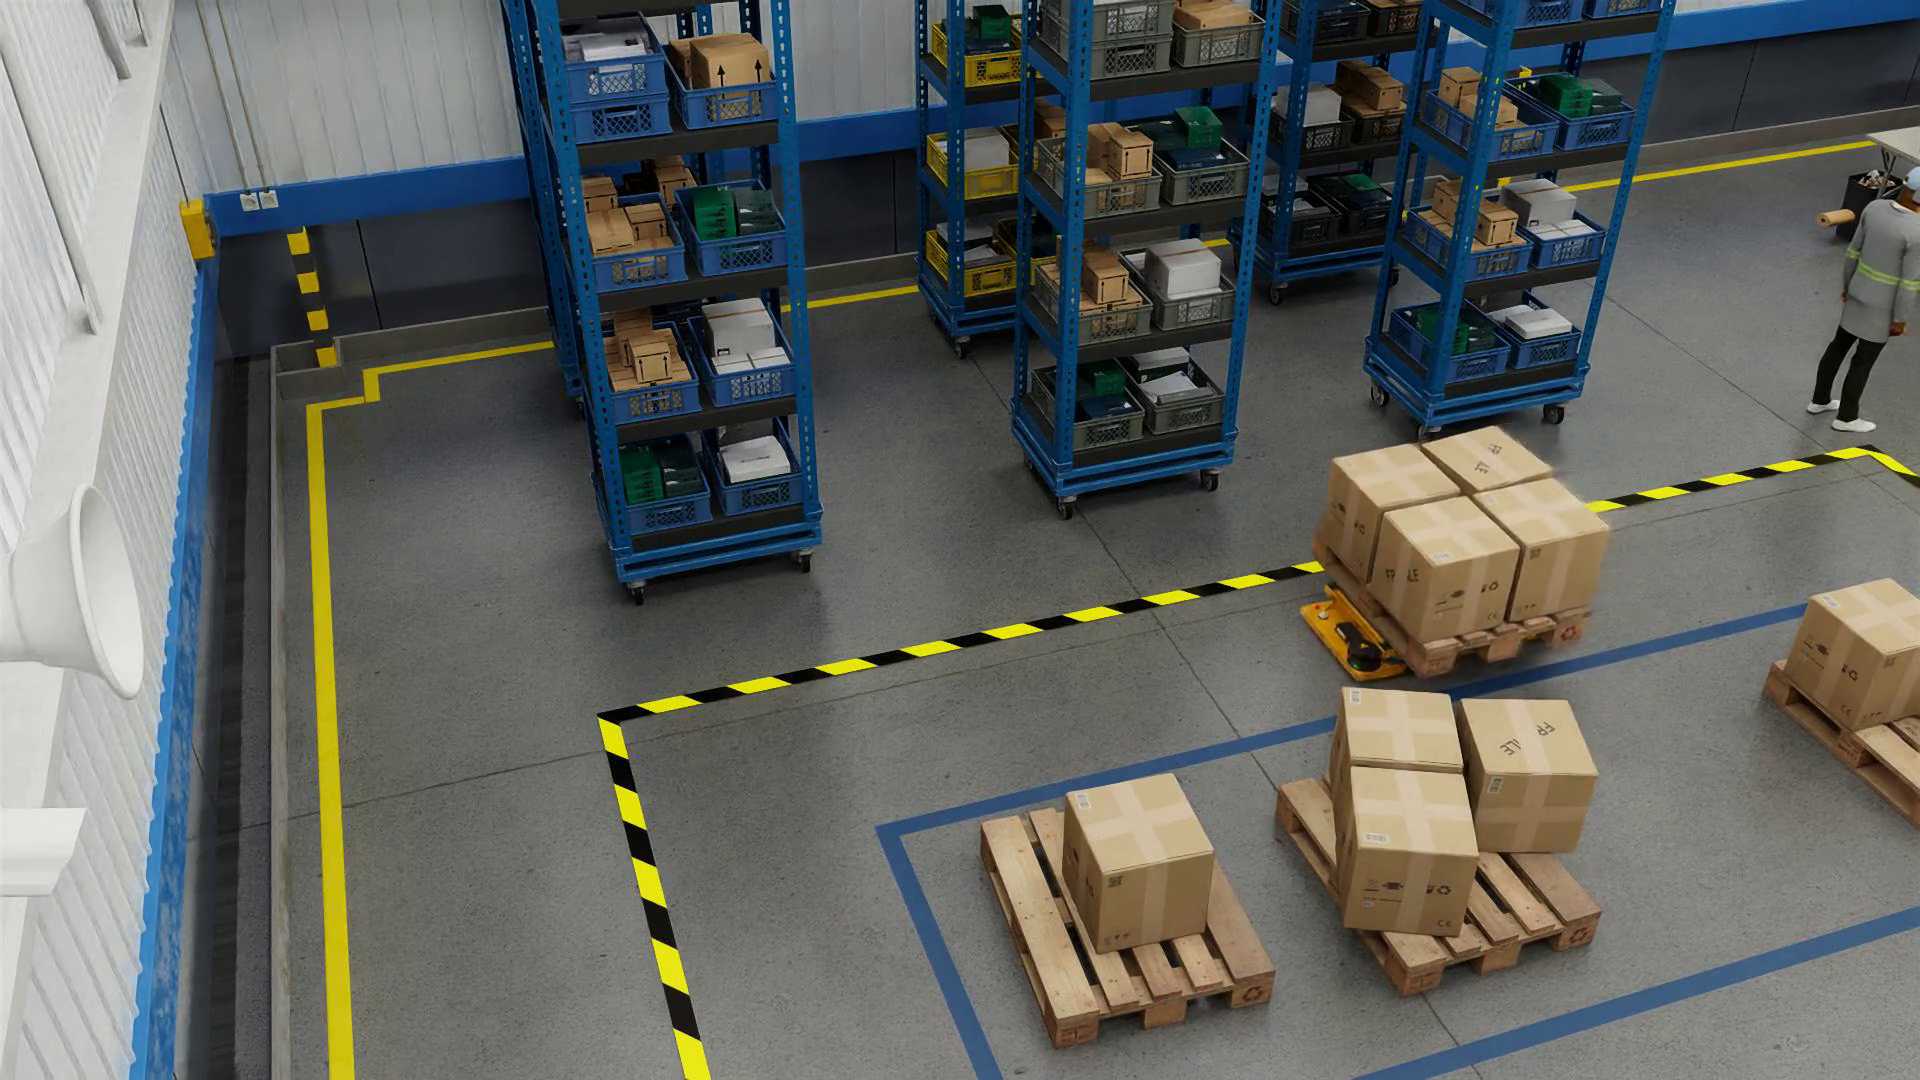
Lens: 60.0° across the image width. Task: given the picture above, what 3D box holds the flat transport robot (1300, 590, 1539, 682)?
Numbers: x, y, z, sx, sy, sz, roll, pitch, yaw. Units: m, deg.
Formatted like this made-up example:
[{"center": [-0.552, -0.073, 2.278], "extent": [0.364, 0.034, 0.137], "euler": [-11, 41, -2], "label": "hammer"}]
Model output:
[{"center": [2.735, 0.400, 9.465], "extent": [1.431, 0.197, 0.652], "euler": [-11, 37, -15], "label": "flat transport robot"}]

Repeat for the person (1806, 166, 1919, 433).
[{"center": [6.046, -1.590, 10.941], "extent": [0.407, 1.847, 0.589], "euler": [-8, 36, -11], "label": "person"}]
